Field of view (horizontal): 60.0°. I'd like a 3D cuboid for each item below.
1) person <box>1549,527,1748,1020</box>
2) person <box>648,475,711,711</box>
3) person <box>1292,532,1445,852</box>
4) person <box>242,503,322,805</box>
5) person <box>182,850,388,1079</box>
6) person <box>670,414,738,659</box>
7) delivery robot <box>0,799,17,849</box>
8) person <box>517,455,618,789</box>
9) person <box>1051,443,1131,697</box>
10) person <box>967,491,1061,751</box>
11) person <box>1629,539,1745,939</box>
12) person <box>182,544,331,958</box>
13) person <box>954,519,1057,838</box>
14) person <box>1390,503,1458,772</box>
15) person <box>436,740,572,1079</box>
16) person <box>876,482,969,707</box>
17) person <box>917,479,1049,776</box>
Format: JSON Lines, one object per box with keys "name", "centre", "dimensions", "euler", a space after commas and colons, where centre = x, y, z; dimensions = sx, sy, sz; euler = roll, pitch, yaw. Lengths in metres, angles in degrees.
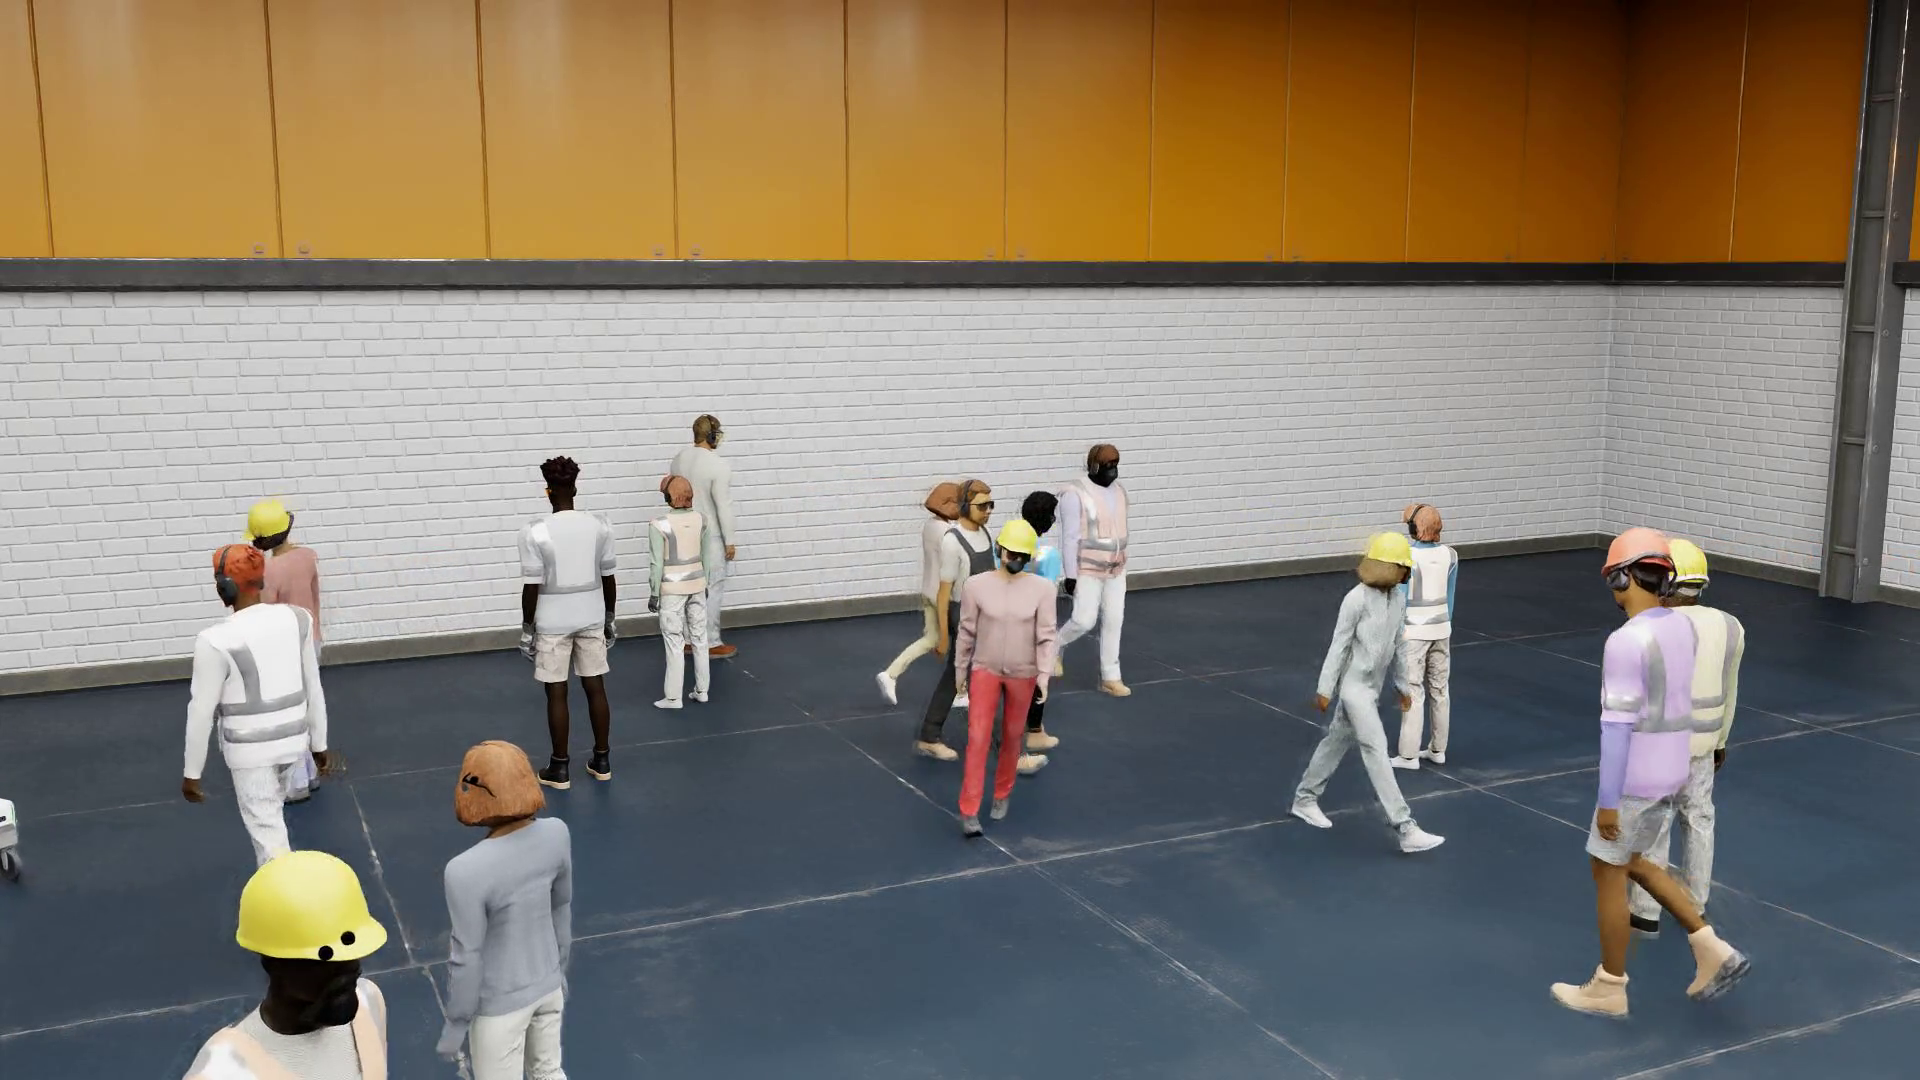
{"name": "person", "centre": [2.803, 0.964, 6.707], "dimensions": [0.677, 2.004, 0.627], "euler": [-9, 13, -43]}
{"name": "person", "centre": [-1.939, 0.364, 11.553], "dimensions": [0.308, 1.641, 0.514], "euler": [8, 12, 42]}
{"name": "person", "centre": [2.180, 0.781, 8.834], "dimensions": [0.992, 1.674, 0.501], "euler": [9, 13, 44]}
{"name": "person", "centre": [-3.842, 0.644, 9.537], "dimensions": [0.336, 1.735, 0.621], "euler": [2, 9, 15]}
{"name": "person", "centre": [-1.405, 1.543, 3.432], "dimensions": [0.658, 1.909, 0.594], "euler": [3, 10, 16]}
{"name": "person", "centre": [-2.021, -0.027, 13.108], "dimensions": [0.630, 1.930, 0.378], "euler": [8, 12, 39]}
{"name": "delivery robot", "centre": [-5.051, 1.386, 8.277], "dimensions": [0.707, 0.478, 0.477], "euler": [5, 10, 27]}
{"name": "person", "centre": [-2.311, 0.481, 9.819], "dimensions": [0.613, 1.962, 0.362], "euler": [-7, 11, -36]}
{"name": "person", "centre": [0.953, 0.199, 11.991], "dimensions": [0.639, 1.822, 0.668], "euler": [-7, 11, -37]}
{"name": "person", "centre": [0.371, 0.527, 10.413], "dimensions": [0.563, 1.676, 0.560], "euler": [-7, 12, -37]}
{"name": "person", "centre": [3.240, 0.905, 7.591], "dimensions": [0.587, 1.835, 0.403], "euler": [-2, 9, -14]}
{"name": "person", "centre": [-3.140, 0.932, 7.319], "dimensions": [0.705, 1.862, 0.605], "euler": [4, 10, 25]}
{"name": "person", "centre": [0.246, 0.743, 8.950], "dimensions": [0.540, 1.719, 0.859], "euler": [0, 9, -2]}
{"name": "person", "centre": [2.804, 0.593, 10.128], "dimensions": [0.515, 1.641, 0.314], "euler": [-5, 10, -28]}
{"name": "person", "centre": [-1.386, 1.409, 5.091], "dimensions": [0.294, 1.632, 0.513], "euler": [5, 10, 26]}
{"name": "person", "centre": [-0.196, 0.395, 11.505], "dimensions": [0.712, 1.602, 0.504], "euler": [-4, 10, -23]}
{"name": "person", "centre": [0.101, 0.520, 10.110], "dimensions": [0.970, 1.794, 0.511], "euler": [4, 10, 26]}
